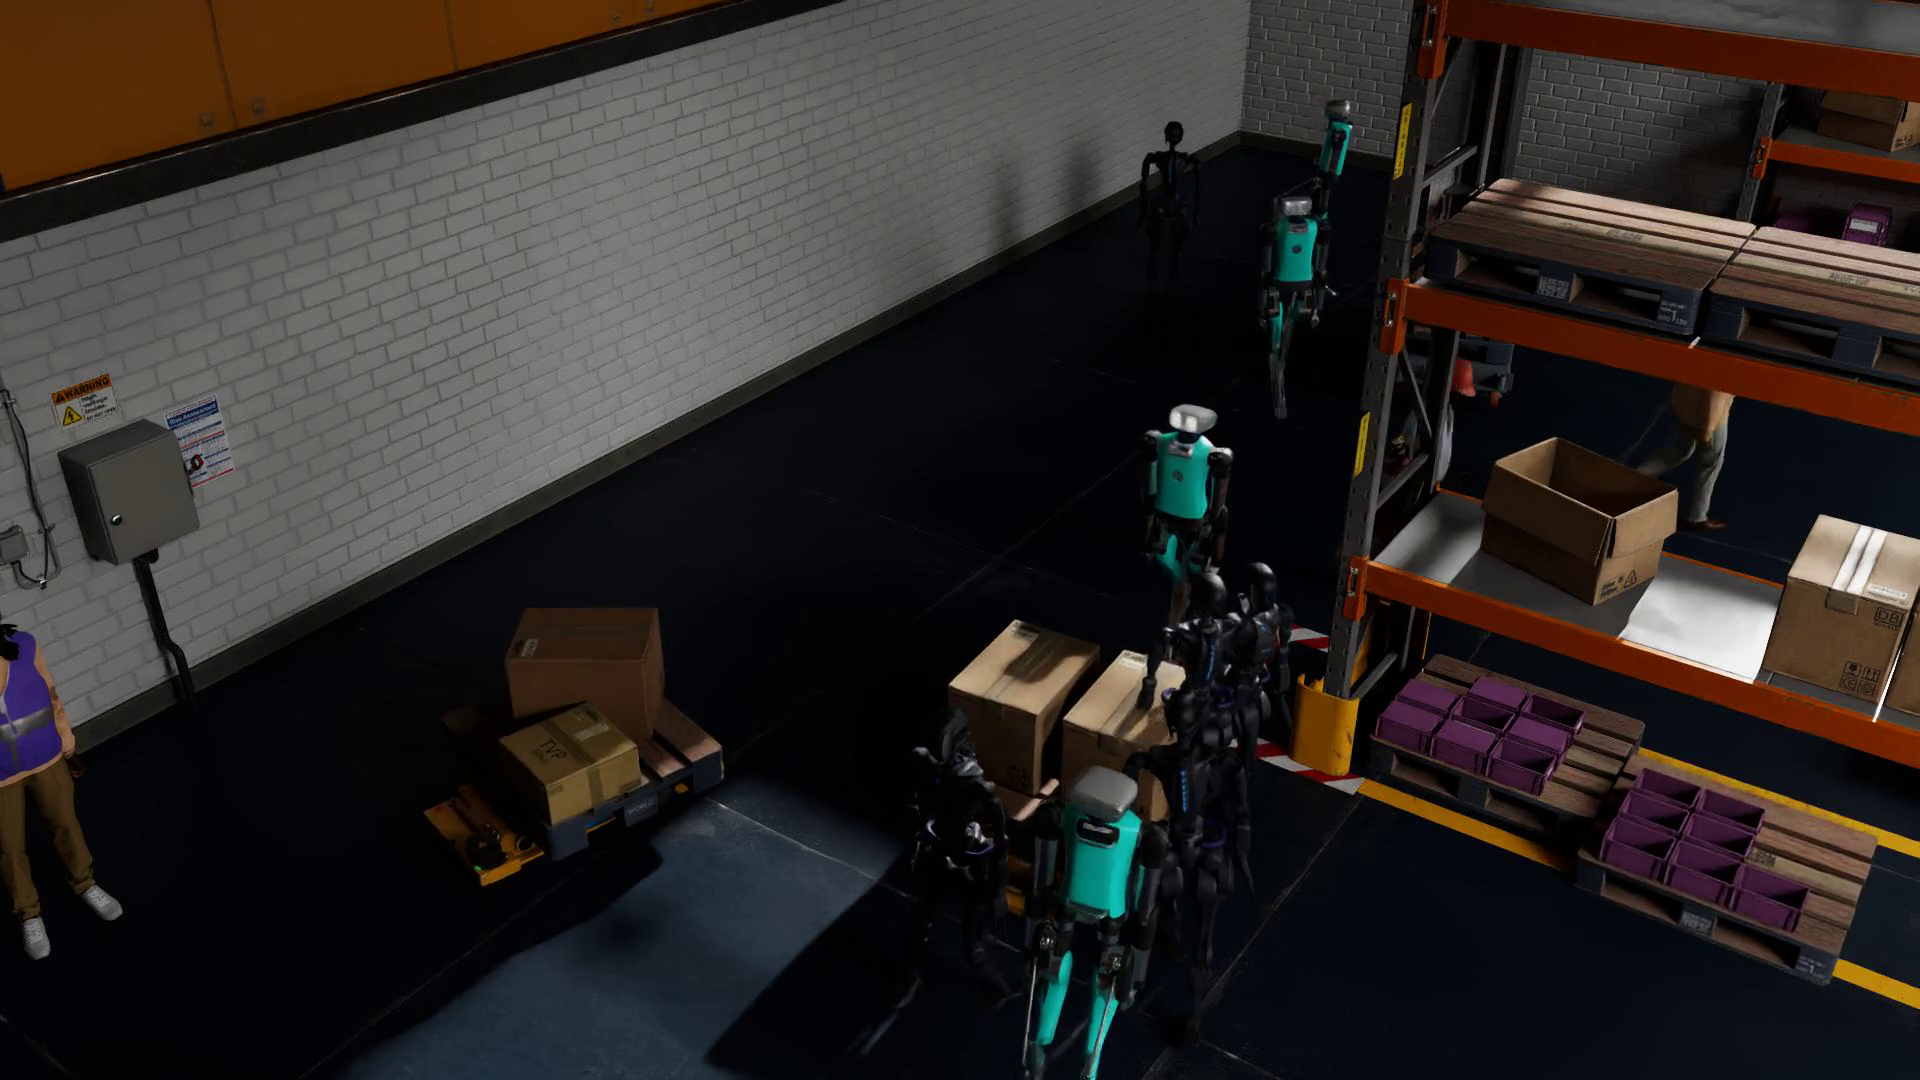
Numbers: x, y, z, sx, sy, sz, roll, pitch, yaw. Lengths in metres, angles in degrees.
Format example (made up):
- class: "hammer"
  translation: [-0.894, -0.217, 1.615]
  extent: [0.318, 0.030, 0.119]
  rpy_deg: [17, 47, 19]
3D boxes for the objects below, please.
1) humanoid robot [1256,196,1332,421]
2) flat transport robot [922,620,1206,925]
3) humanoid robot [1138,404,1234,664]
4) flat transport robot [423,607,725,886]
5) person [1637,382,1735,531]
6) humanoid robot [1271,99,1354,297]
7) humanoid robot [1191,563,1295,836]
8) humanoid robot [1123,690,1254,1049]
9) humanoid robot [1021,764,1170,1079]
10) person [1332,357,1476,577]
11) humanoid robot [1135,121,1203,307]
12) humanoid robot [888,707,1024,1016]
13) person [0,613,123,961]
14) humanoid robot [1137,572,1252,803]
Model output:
- class: "humanoid robot"
  translation: [2.513, -1.880, 12.885]
  extent: [0.539, 1.775, 1.035]
  rpy_deg: [1, 30, 2]
- class: "flat transport robot"
  translation: [0.574, 1.427, 8.564]
  extent: [0.659, 0.231, 1.431]
  rpy_deg: [16, 34, 26]
- class: "humanoid robot"
  translation: [1.336, -0.005, 9.596]
  extent: [0.532, 1.818, 0.632]
  rpy_deg: [16, 34, 25]
- class: "flat transport robot"
  translation: [-2.029, 1.296, 8.792]
  extent: [1.431, 0.231, 0.659]
  rpy_deg: [-23, 37, -34]
- class: "person"
  translation: [4.856, -0.887, 11.000]
  extent: [0.725, 1.847, 0.551]
  rpy_deg: [-3, 30, -5]
- class: "humanoid robot"
  translation: [3.086, -3.045, 14.878]
  extent: [0.858, 1.795, 0.543]
  rpy_deg: [6, 31, 11]
- class: "humanoid robot"
  translation: [1.366, 0.807, 8.246]
  extent: [0.601, 1.647, 0.388]
  rpy_deg: [-15, 33, -24]
- class: "humanoid robot"
  translation: [0.998, 1.381, 7.289]
  extent: [0.603, 1.615, 0.818]
  rpy_deg: [3, 30, 6]
- class: "humanoid robot"
  translation: [0.439, 1.797, 6.482]
  extent: [0.550, 1.807, 0.805]
  rpy_deg: [10, 32, 17]
- class: "person"
  translation: [2.770, -0.373, 10.258]
  extent: [0.877, 1.698, 0.579]
  rpy_deg: [21, 36, 31]
- class: "humanoid robot"
  translation: [1.820, -2.829, 14.532]
  extent: [0.602, 1.642, 0.483]
  rpy_deg: [7, 31, 13]
- class: "humanoid robot"
  translation: [-0.003, 1.407, 7.216]
  extent: [0.608, 1.637, 0.458]
  rpy_deg: [23, 37, 34]
- class: "person"
  translation: [-4.327, 1.020, 7.613]
  extent: [0.418, 1.925, 0.532]
  rpy_deg: [24, 38, 36]
- class: "humanoid robot"
  translation: [1.108, 0.861, 8.137]
  extent: [0.589, 1.656, 0.400]
  rpy_deg: [-7, 31, -12]
